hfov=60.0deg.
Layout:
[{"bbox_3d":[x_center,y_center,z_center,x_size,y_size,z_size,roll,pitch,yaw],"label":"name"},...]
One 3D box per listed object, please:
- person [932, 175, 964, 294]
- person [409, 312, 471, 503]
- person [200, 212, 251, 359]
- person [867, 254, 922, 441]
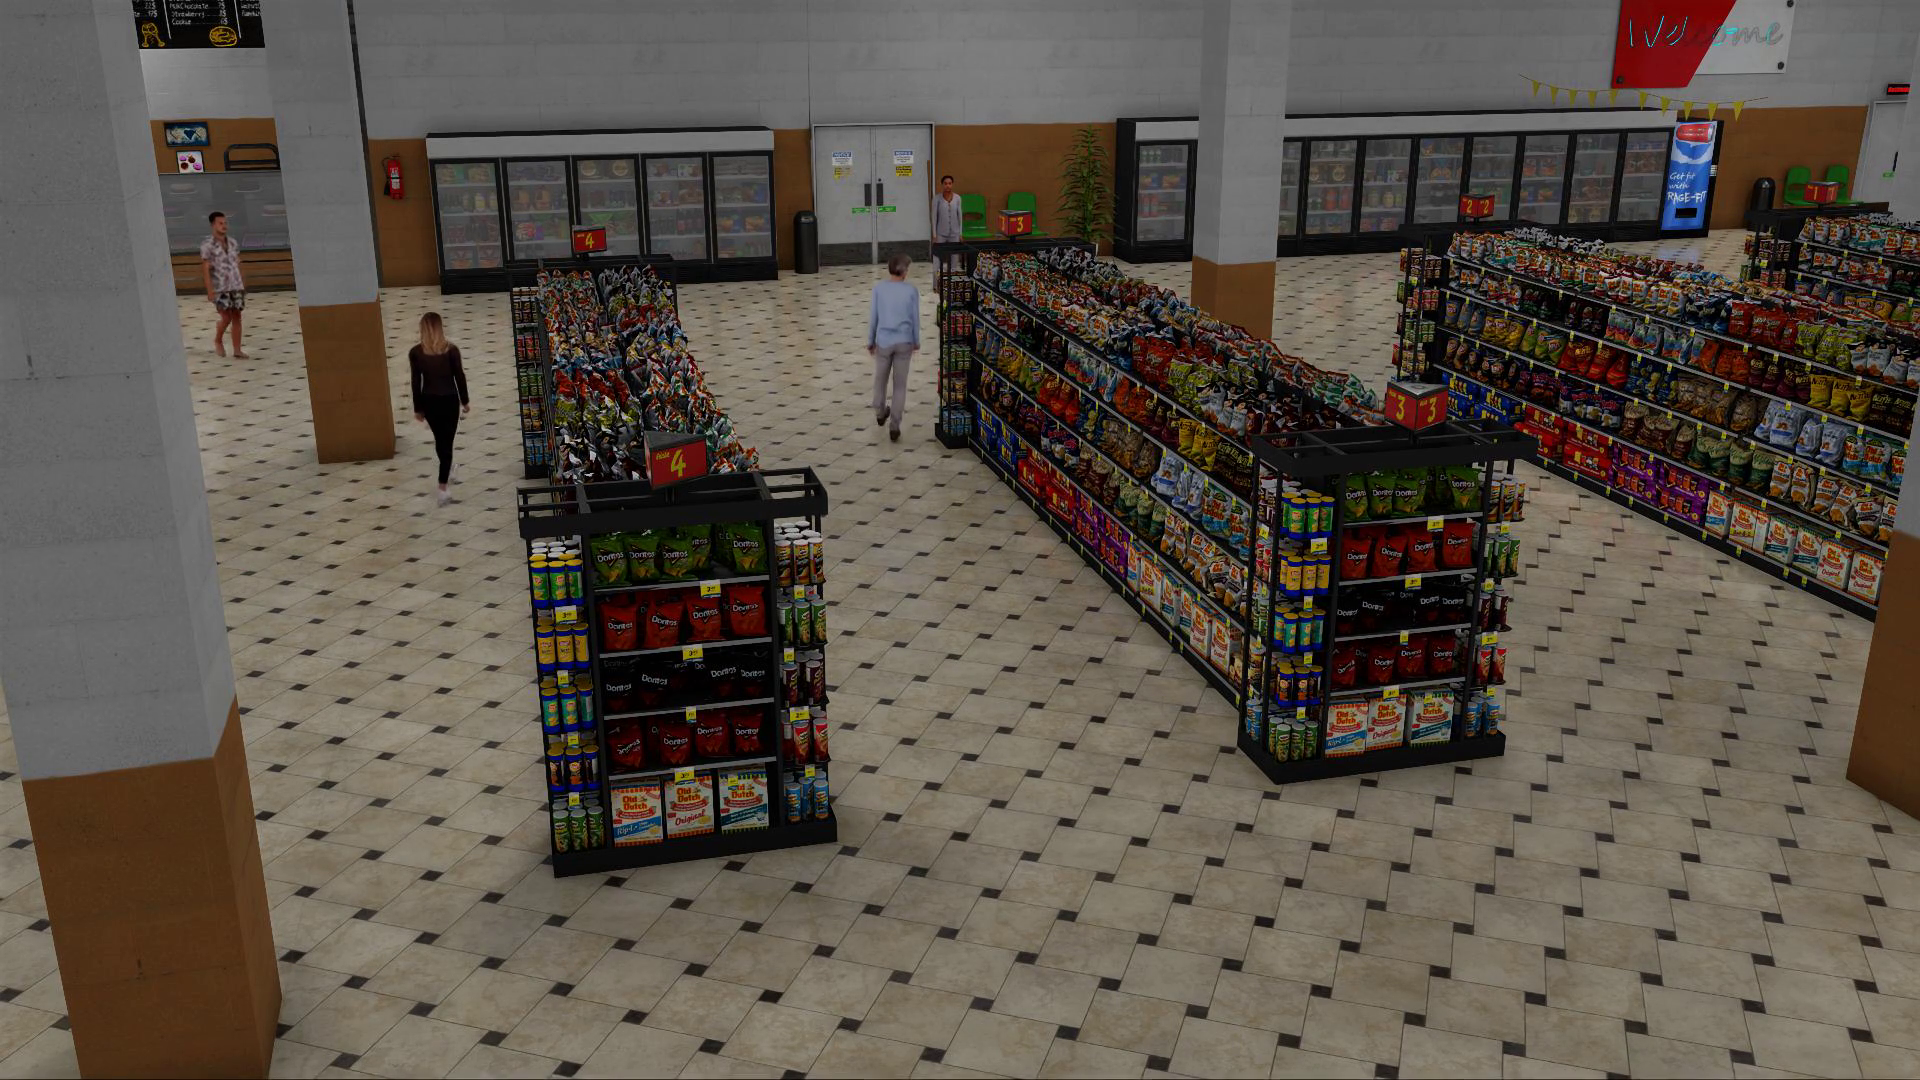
[{"bbox_3d":[-0.198,-4.618,25.052,0.623,1.735,0.531,-4,19,-12],"label":"person"},{"bbox_3d":[-4.672,-1.154,14.906,0.780,1.654,1.150,0,19,-1],"label":"person"},{"bbox_3d":[-9.135,-3.140,20.558,0.911,1.807,0.851,11,22,29],"label":"person"},{"bbox_3d":[-0.664,-1.933,16.922,0.976,1.842,1.176,3,19,8],"label":"person"}]
